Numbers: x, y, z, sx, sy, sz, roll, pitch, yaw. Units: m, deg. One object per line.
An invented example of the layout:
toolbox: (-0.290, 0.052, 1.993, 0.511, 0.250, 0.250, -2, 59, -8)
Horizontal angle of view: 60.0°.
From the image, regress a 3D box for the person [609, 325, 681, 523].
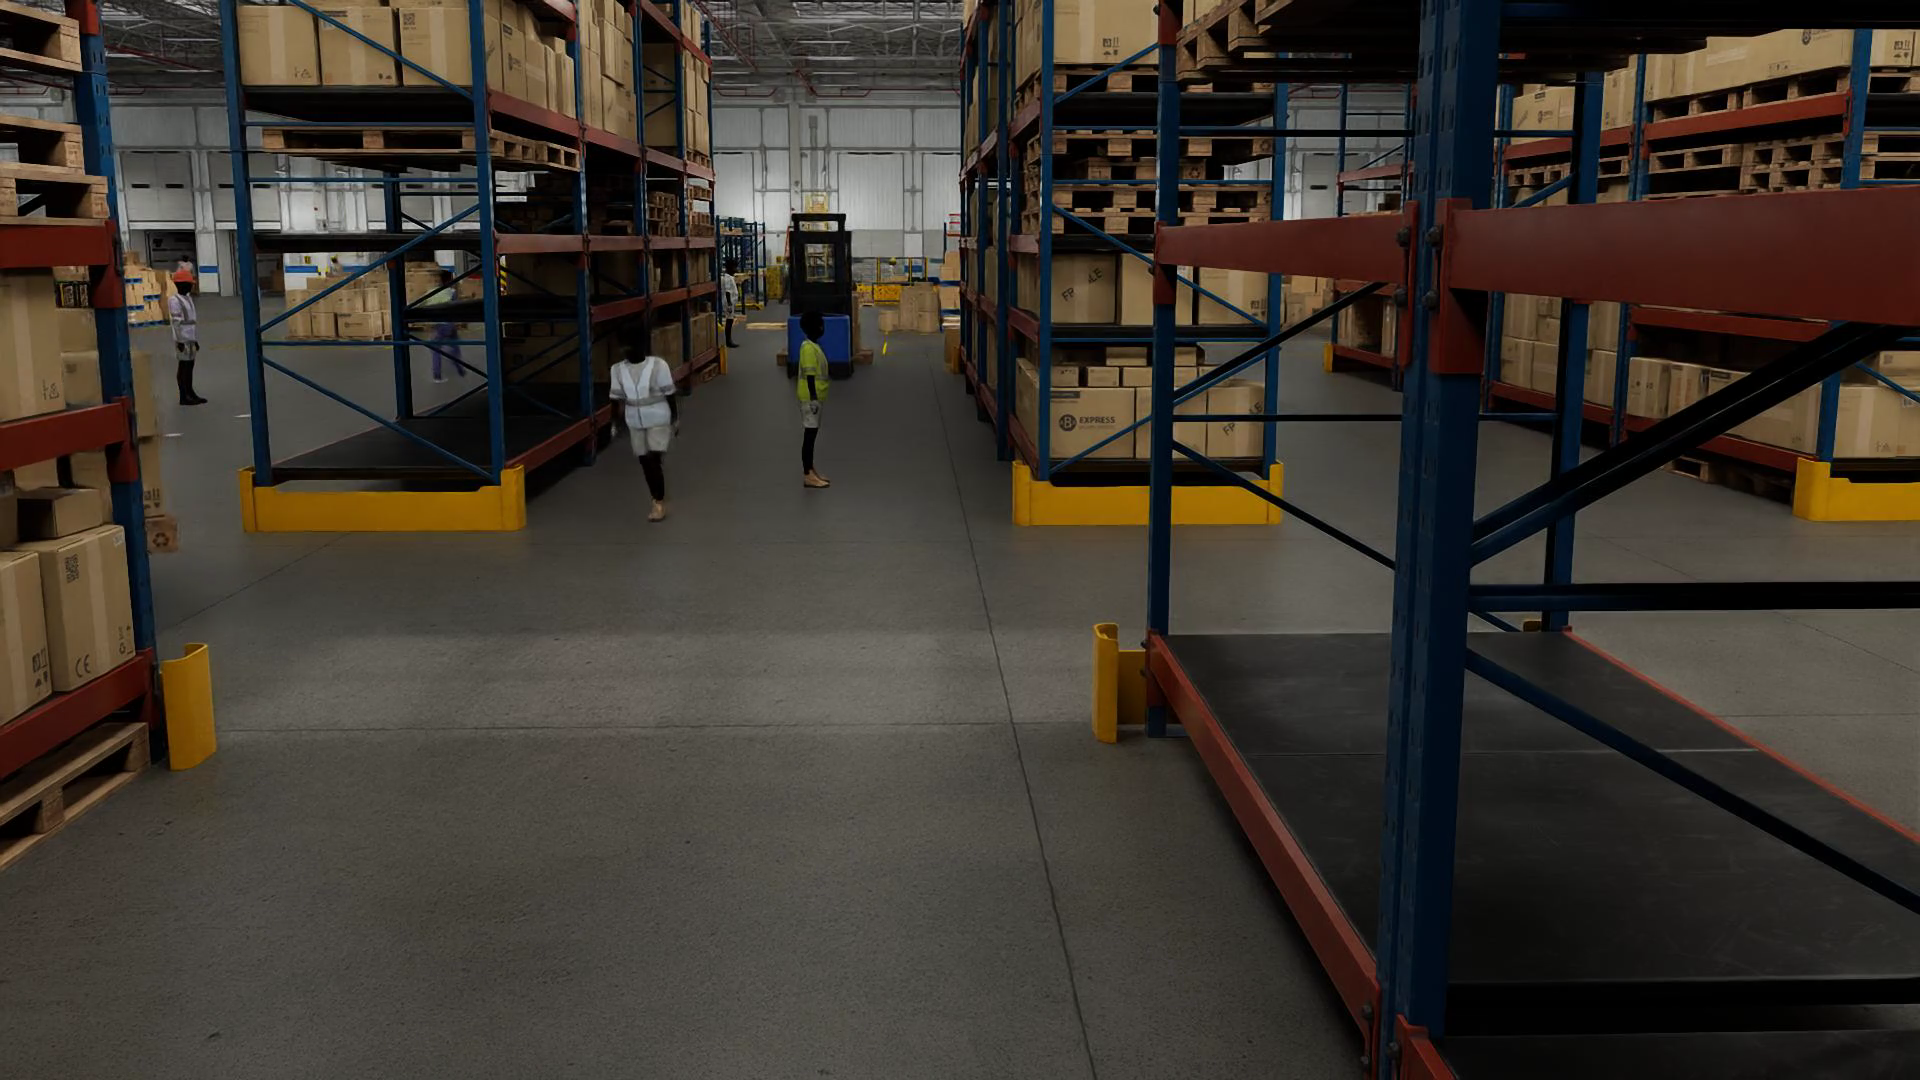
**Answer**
person: (-2.642, -0.967, 13.904, 0.555, 1.649, 0.605, 2, 10, 13)

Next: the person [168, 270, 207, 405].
person: (-11.153, -2.917, 23.989, 0.350, 1.942, 0.545, 0, 10, -2)

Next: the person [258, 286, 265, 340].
person: (-16.729, -5.558, 39.386, 0.318, 1.697, 0.535, 0, 10, -2)

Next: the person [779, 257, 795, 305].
person: (-6.336, -9.649, 61.914, 0.943, 1.795, 0.512, 1, 10, 8)

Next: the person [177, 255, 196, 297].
person: (-31.409, -10.681, 67.636, 0.902, 1.800, 0.633, 9, 14, 42)

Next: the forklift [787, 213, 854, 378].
forklift: (-2.418, -4.236, 28.717, 1.129, 2.768, 1.873, 0, 10, -2)

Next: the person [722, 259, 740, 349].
person: (-5.048, -5.191, 36.587, 0.367, 1.966, 0.606, 0, 10, -2)

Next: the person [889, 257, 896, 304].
person: (-2.527, -9.821, 62.999, 0.294, 1.744, 0.487, 0, 10, -2)

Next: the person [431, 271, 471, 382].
person: (-8.656, -3.602, 28.081, 0.603, 1.838, 1.014, 4, 11, 21)

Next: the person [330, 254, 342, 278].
person: (-23.300, -9.761, 62.316, 0.988, 1.890, 0.583, 4, 11, 21)

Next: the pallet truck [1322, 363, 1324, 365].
pallet truck: (7.712, -4.157, 30.737, 1.885, 1.965, 0.823, 3, 11, 16)

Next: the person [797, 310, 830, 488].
person: (-1.403, -1.351, 15.938, 0.318, 1.700, 0.535, 0, 10, -2)

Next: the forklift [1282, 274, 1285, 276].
forklift: (12.240, -10.302, 62.509, 1.129, 2.768, 1.873, 0, 10, -2)
